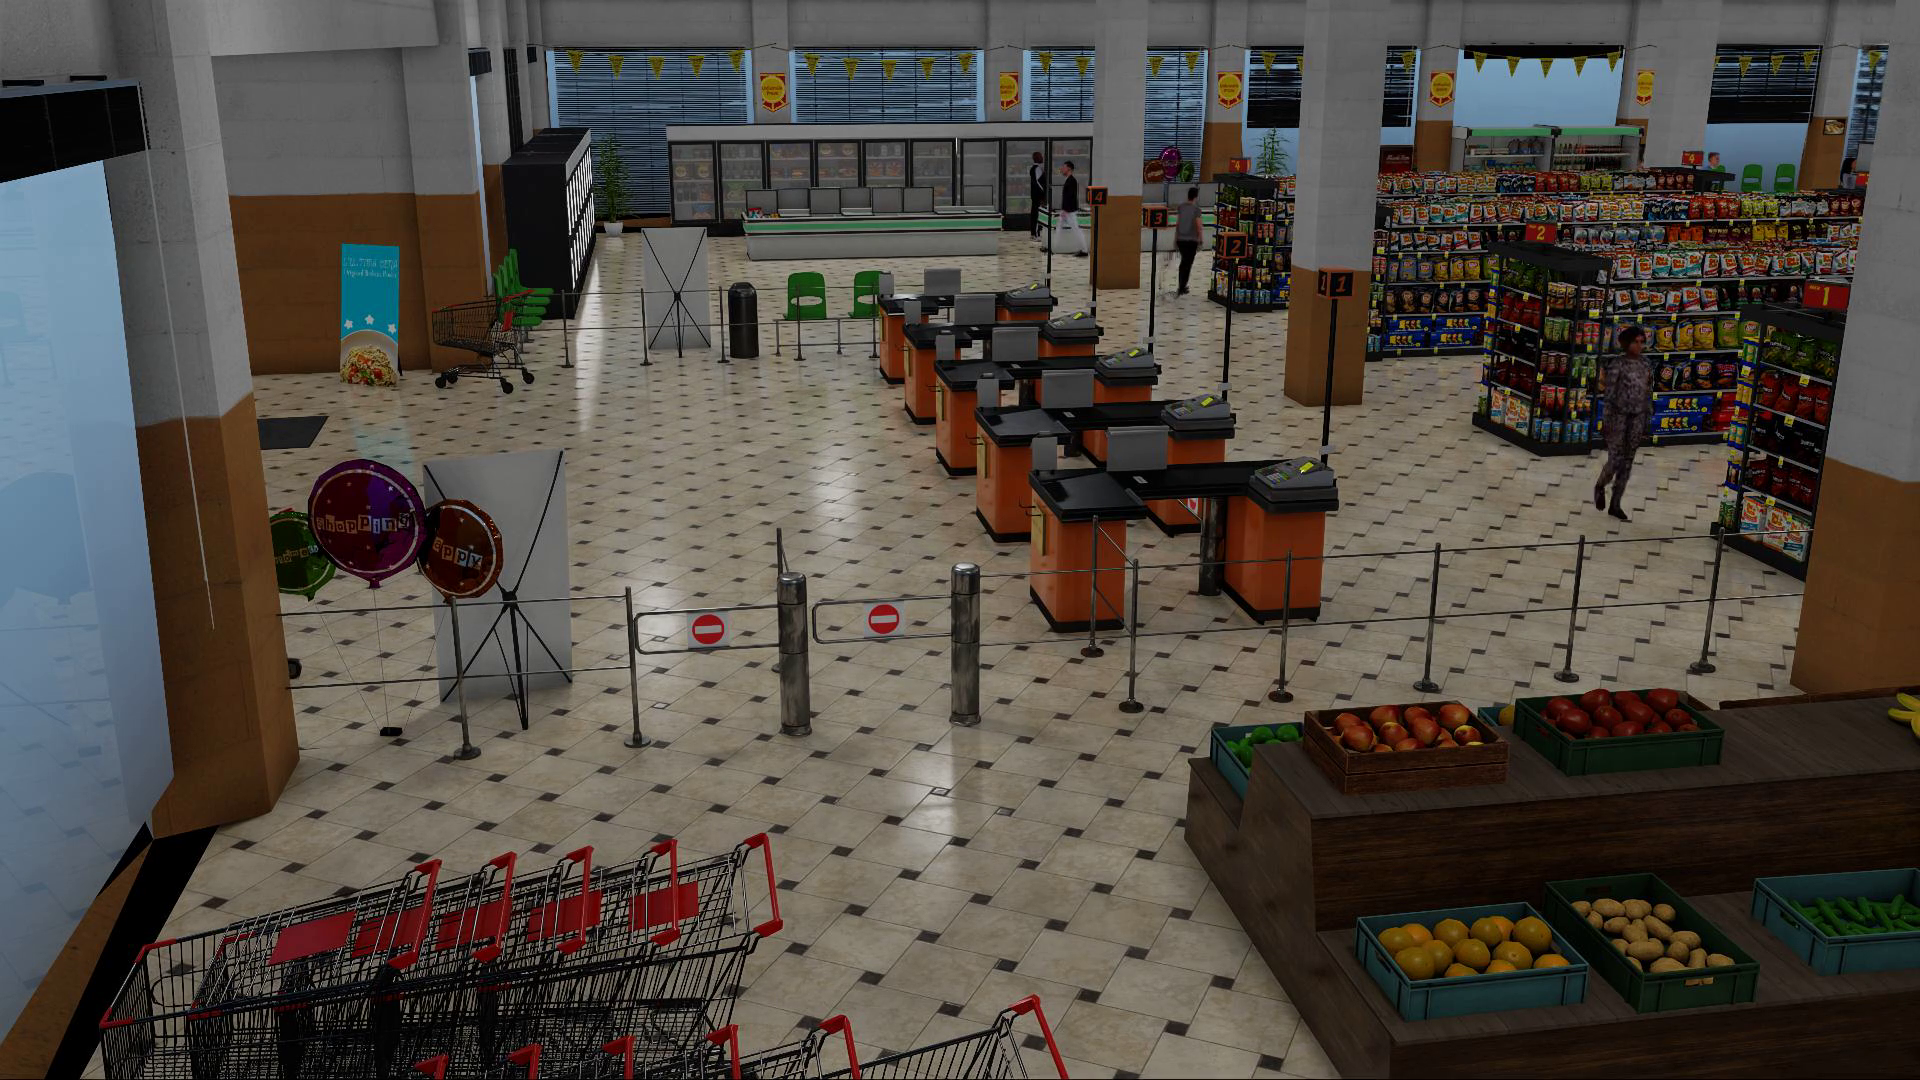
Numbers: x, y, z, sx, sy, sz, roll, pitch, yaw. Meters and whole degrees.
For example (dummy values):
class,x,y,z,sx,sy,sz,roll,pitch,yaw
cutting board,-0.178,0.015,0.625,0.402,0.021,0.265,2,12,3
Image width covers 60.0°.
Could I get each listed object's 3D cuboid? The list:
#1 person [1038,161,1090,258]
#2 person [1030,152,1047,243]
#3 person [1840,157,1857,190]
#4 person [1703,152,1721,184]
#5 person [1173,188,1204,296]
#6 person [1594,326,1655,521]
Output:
class,x,y,z,sx,sy,sz,roll,pitch,yaw
person,2.178,-6.239,31.635,1.252,1.788,0.836,0,17,0
person,1.600,-7.131,34.504,0.566,1.828,0.666,-4,17,-14
person,18.114,-6.963,34.104,0.732,1.740,0.687,10,19,29
person,15.501,-7.172,34.688,0.763,1.800,0.851,-13,21,-37
person,3.687,-4.873,27.231,0.798,1.734,0.857,14,22,39
person,5.826,-1.042,14.663,0.569,1.705,0.618,-3,17,-9
